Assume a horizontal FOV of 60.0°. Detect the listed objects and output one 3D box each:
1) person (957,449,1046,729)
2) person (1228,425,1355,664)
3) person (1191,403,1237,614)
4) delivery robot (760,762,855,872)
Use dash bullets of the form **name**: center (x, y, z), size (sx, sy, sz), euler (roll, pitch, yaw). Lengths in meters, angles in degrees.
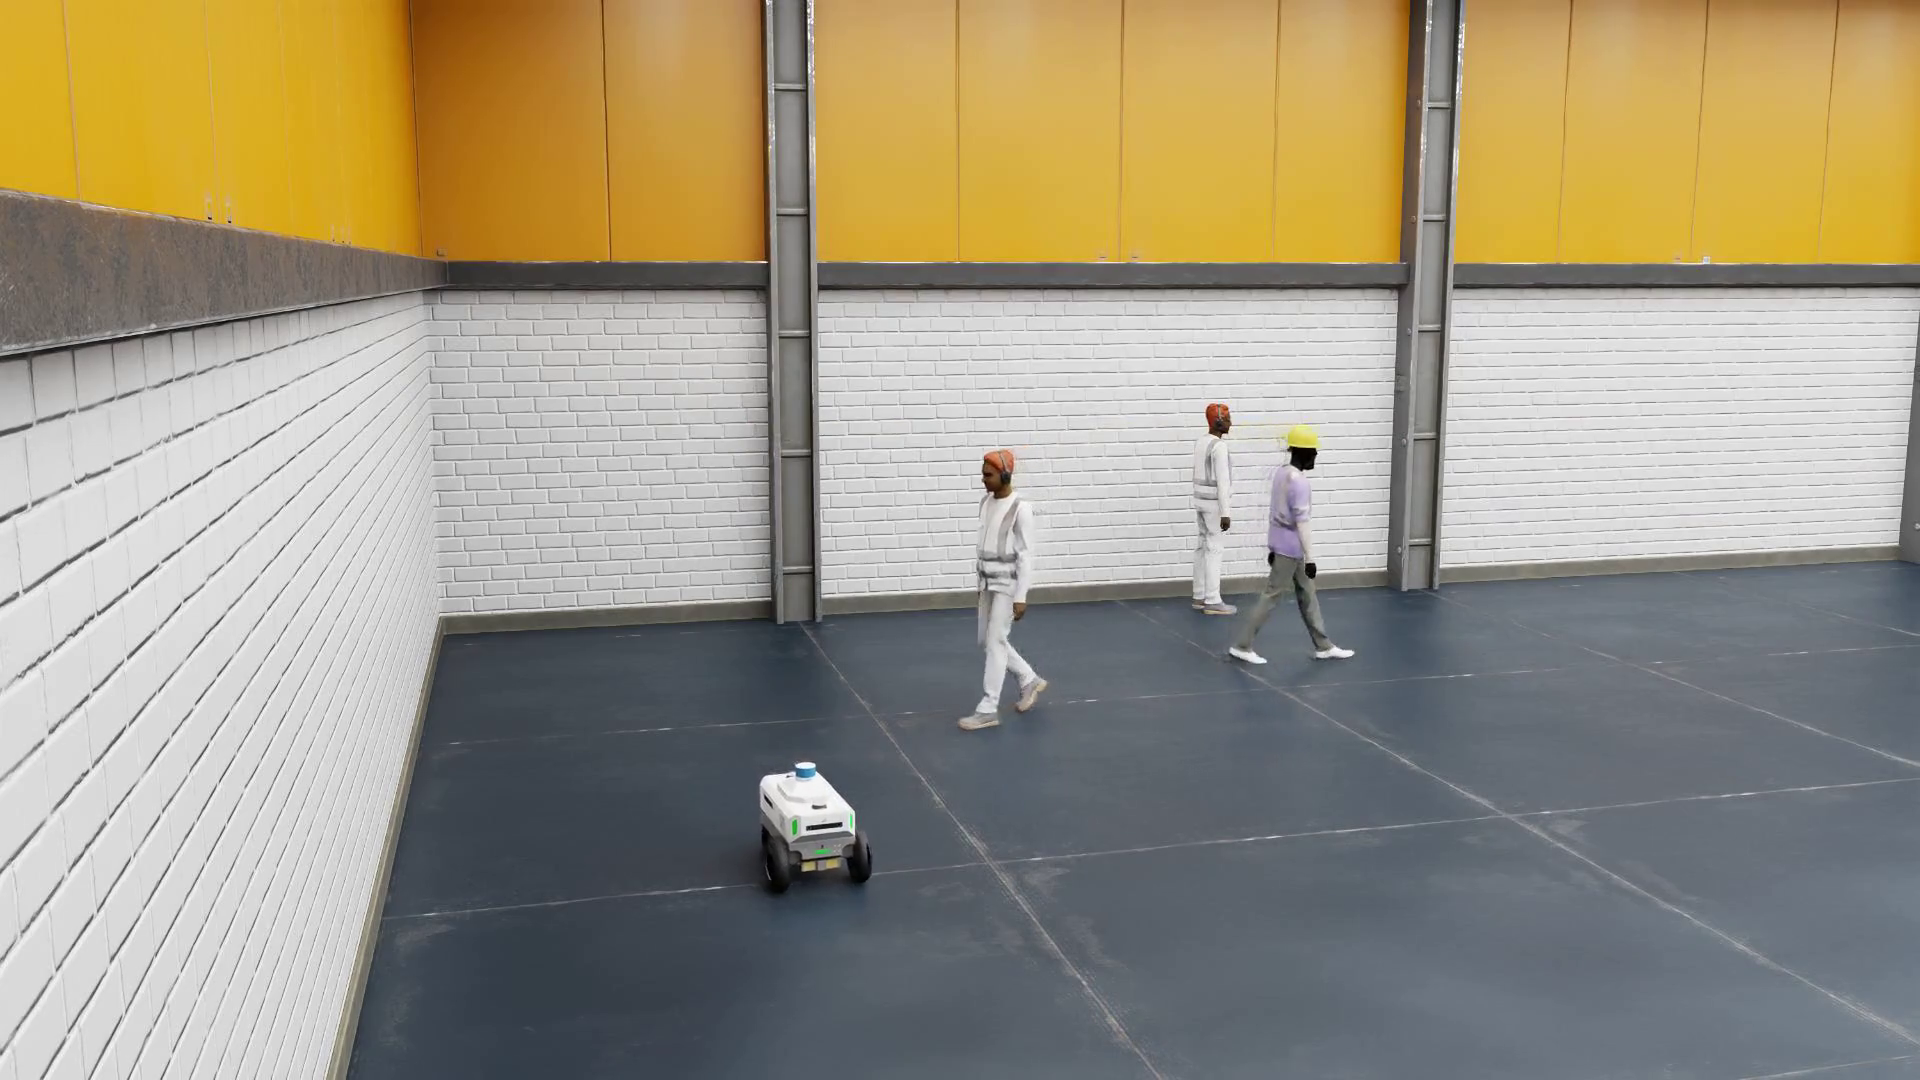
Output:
- **person**: center (0.295, 0.319, 11.197), size (0.739, 1.862, 0.587), euler (-5, 11, -30)
- **person**: center (2.563, 0.042, 12.892), size (1.006, 1.878, 0.611), euler (0, 9, 0)
- **person**: center (2.267, -0.281, 14.862), size (0.341, 1.882, 0.586), euler (-2, 9, -14)
- **delivery robot**: center (-0.778, 1.369, 8.409), size (0.477, 0.478, 0.707), euler (-3, 10, -20)
